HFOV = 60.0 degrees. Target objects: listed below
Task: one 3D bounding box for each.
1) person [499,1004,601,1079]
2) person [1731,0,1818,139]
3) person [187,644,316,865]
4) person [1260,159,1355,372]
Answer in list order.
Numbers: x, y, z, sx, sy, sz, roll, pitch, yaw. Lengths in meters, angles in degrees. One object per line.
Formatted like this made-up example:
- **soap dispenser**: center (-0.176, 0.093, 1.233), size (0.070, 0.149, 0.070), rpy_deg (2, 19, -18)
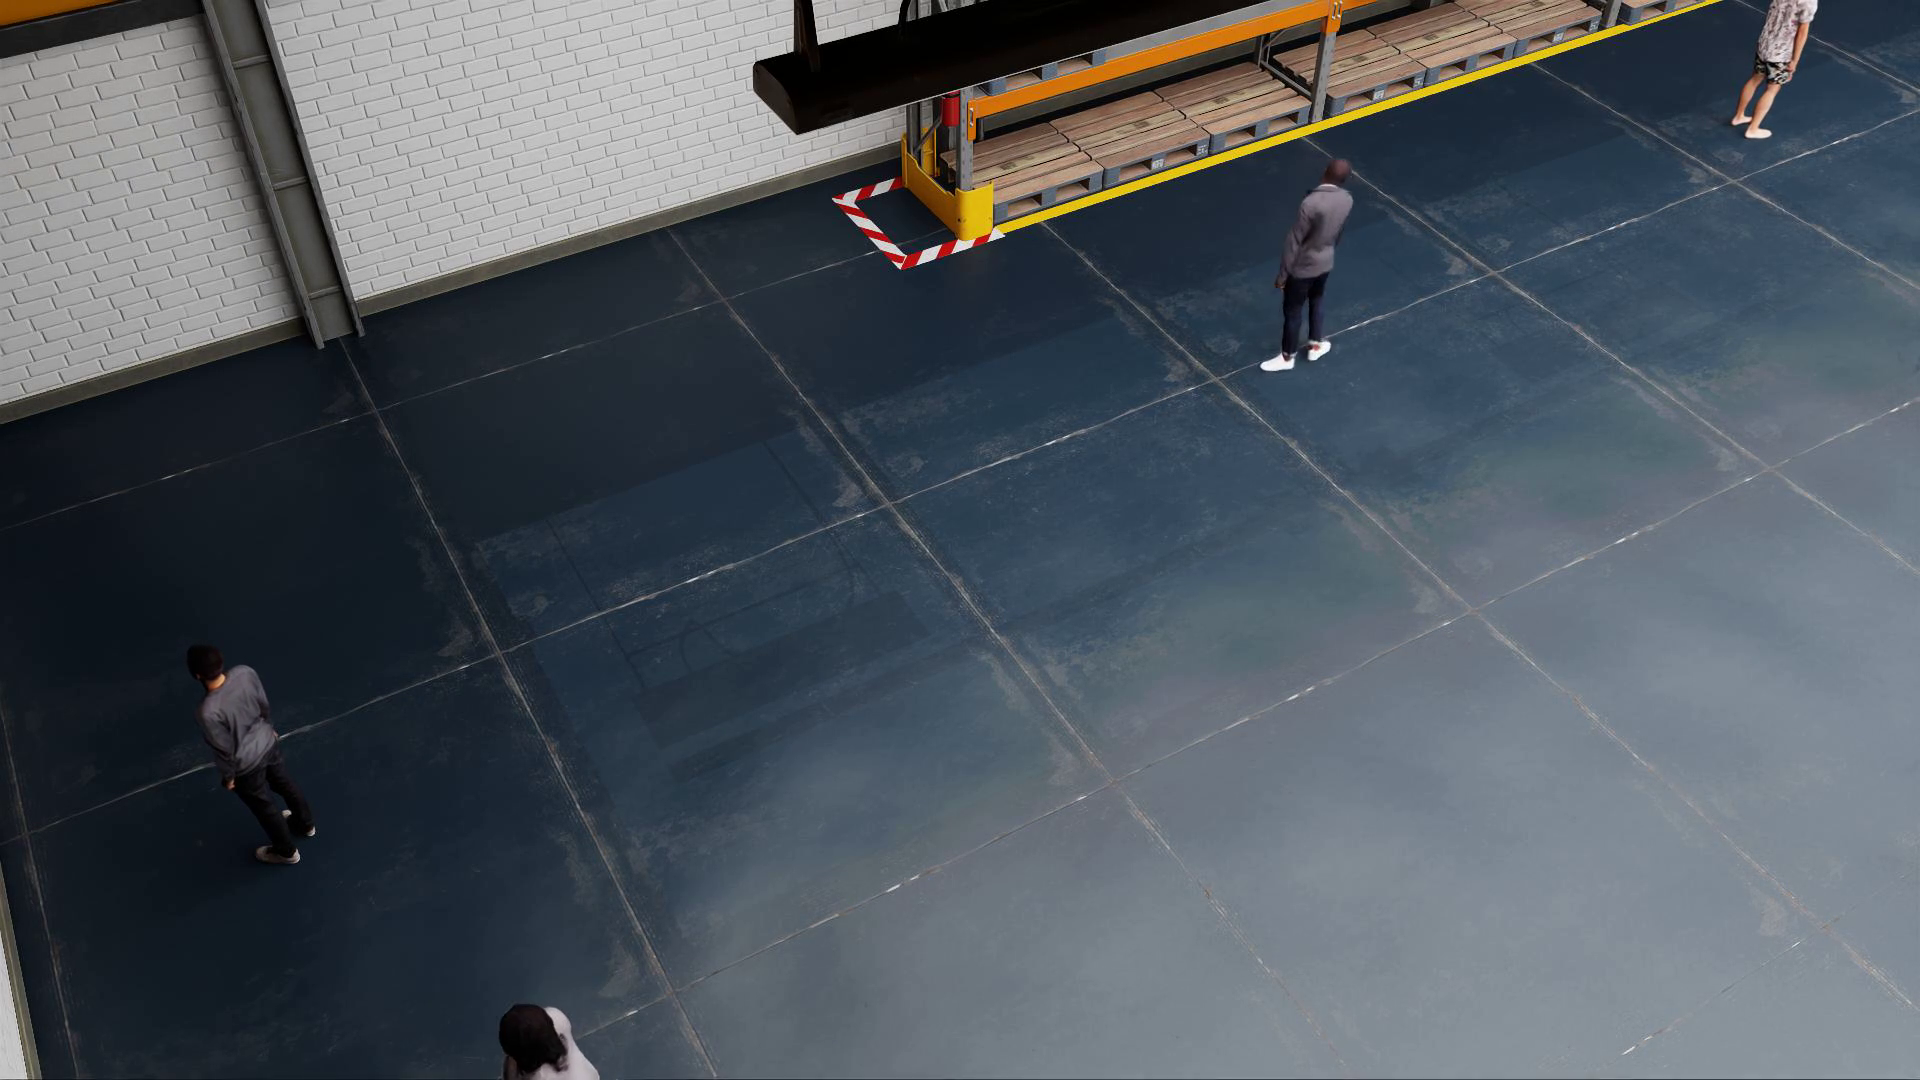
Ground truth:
- **person**: center (-1.873, 2.705, 8.076), size (0.777, 1.600, 0.750), rpy_deg (-5, 44, -5)
- **person**: center (7.703, -4.663, 15.656), size (0.644, 1.811, 0.715), rpy_deg (-13, 45, -13)
- **person**: center (-4.068, 1.216, 9.522), size (0.757, 1.760, 0.688), rpy_deg (12, 45, 13)
- **person**: center (2.716, -2.099, 12.989), size (0.898, 1.778, 0.531), rpy_deg (32, 52, 29)
